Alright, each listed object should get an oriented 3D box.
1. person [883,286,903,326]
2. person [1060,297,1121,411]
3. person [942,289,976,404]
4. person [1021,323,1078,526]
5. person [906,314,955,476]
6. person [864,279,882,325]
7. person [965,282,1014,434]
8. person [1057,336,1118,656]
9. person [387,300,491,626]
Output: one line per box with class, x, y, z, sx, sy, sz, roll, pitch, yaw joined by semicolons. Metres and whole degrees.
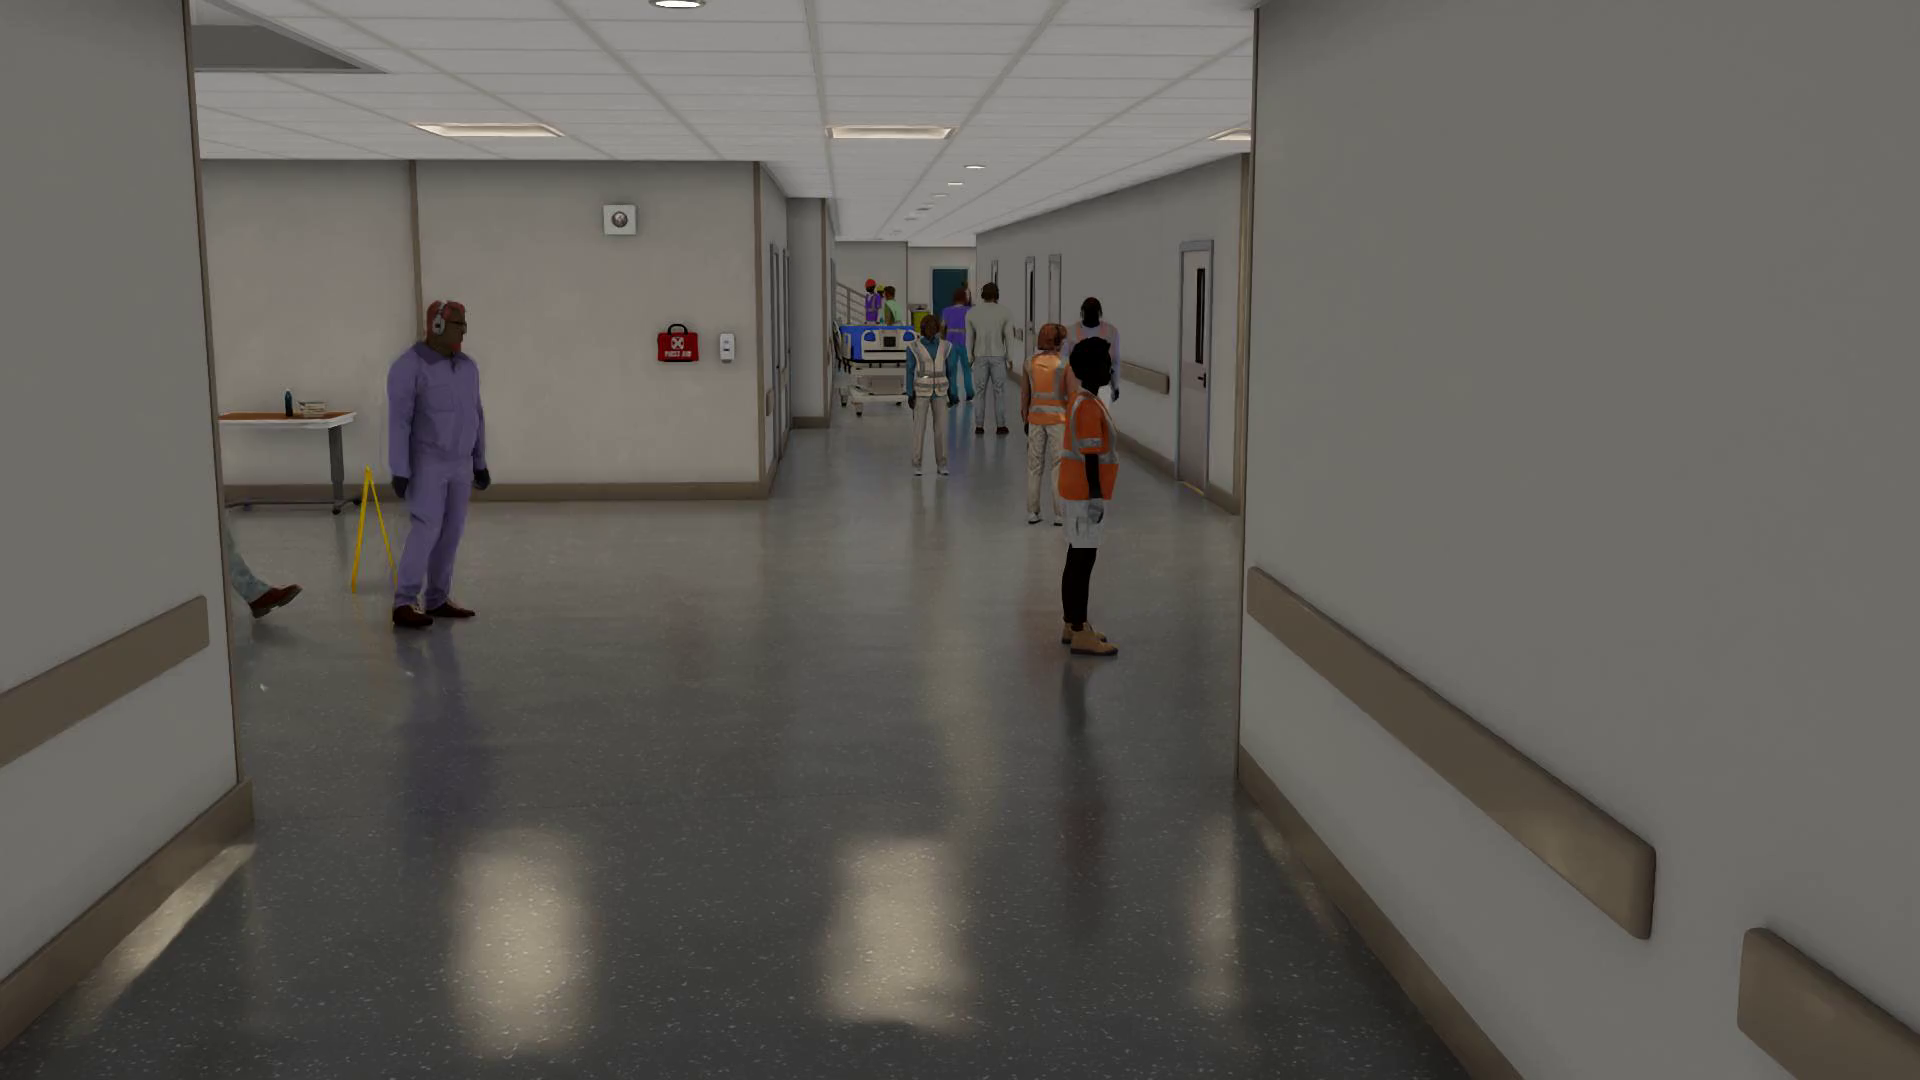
person;-1.231;-3.775;30.736;0.421;1.824;0.592;4;10;23
person;1.344;-1.612;17.259;0.645;1.791;0.986;0;9;1
person;0.008;-3.085;26.454;0.598;1.799;0.925;2;9;13
person;0.729;-0.934;13.487;0.520;1.636;0.312;6;11;33
person;-0.304;-1.462;16.826;0.509;1.629;0.315;-3;10;-18
person;-2.113;-5.290;39.904;0.376;1.934;0.547;-8;12;-42
person;0.380;-2.308;21.169;0.630;1.940;0.372;1;9;9
person;0.688;-0.238;8.928;0.321;1.697;0.529;-1;9;-3
person;-3.020;-0.448;9.718;0.415;1.883;0.687;4;10;24
